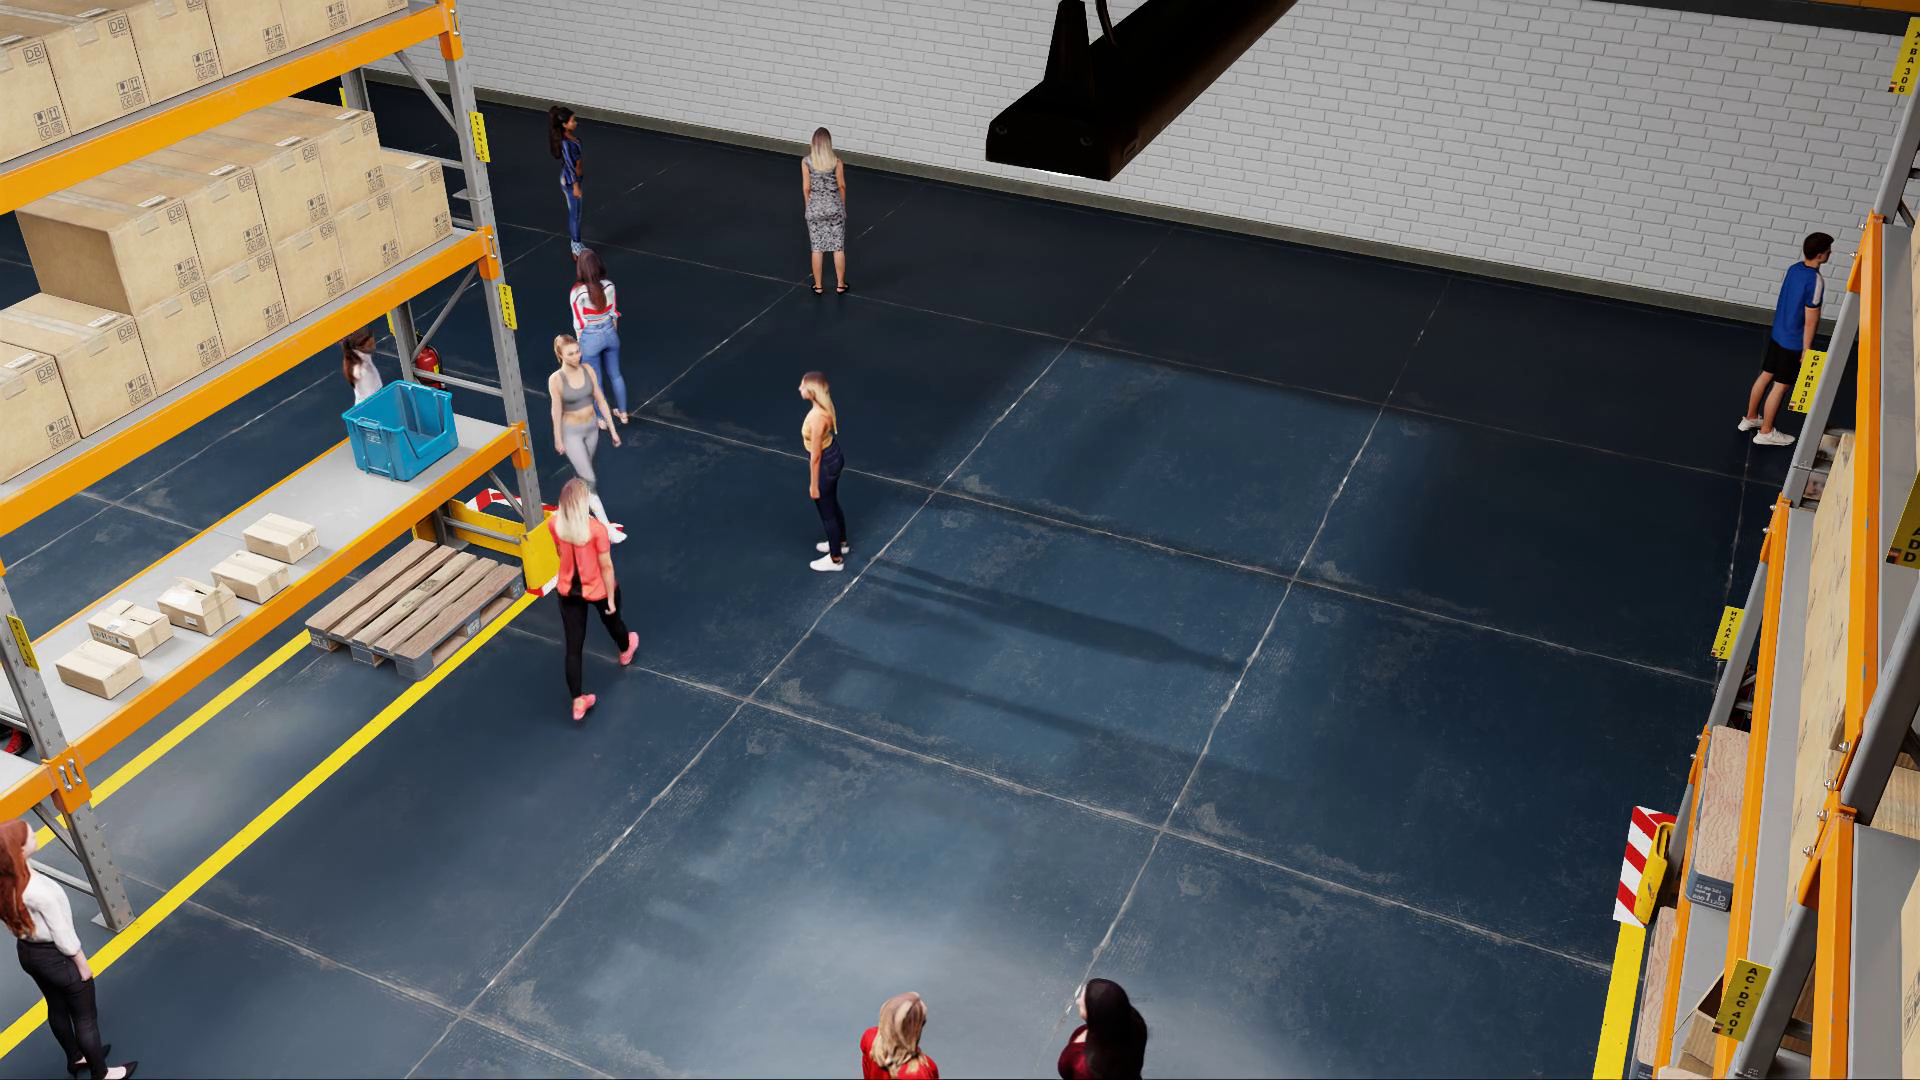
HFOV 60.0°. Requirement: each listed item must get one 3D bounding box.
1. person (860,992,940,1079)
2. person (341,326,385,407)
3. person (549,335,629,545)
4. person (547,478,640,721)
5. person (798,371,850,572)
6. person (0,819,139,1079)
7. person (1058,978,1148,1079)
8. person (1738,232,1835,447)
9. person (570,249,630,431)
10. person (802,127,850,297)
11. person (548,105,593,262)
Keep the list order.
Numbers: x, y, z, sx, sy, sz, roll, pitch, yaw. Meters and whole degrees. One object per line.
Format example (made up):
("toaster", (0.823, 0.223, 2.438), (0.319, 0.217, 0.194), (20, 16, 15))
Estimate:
("person", (-0.259, 2.659, 7.489), (0.675, 1.704, 0.616), (28, 42, 35))
("person", (-4.717, -0.974, 13.103), (0.740, 1.540, 0.683), (-16, 37, -23))
("person", (-2.959, -0.822, 12.760), (0.831, 1.668, 1.061), (27, 42, 34))
("person", (-2.492, 0.408, 10.928), (0.777, 1.646, 1.199), (6, 34, 9))
("person", (-0.999, -0.523, 12.350), (0.686, 1.624, 0.561), (3, 34, 4))
("person", (-4.531, 2.088, 8.301), (0.580, 1.758, 0.478), (14, 36, 21))
("person", (0.672, 2.615, 7.510), (0.737, 1.754, 0.599), (16, 37, 23))
("person", (6.934, -1.700, 13.902), (0.808, 1.866, 0.697), (-3, 34, -4))
("person", (-3.069, -1.708, 14.144), (0.584, 1.612, 0.714), (-25, 41, -33))
("person", (-1.324, -3.217, 16.329), (0.633, 1.706, 0.627), (0, 34, 0))
("person", (-3.984, -3.668, 17.090), (0.755, 1.615, 0.667), (-6, 34, -9))
